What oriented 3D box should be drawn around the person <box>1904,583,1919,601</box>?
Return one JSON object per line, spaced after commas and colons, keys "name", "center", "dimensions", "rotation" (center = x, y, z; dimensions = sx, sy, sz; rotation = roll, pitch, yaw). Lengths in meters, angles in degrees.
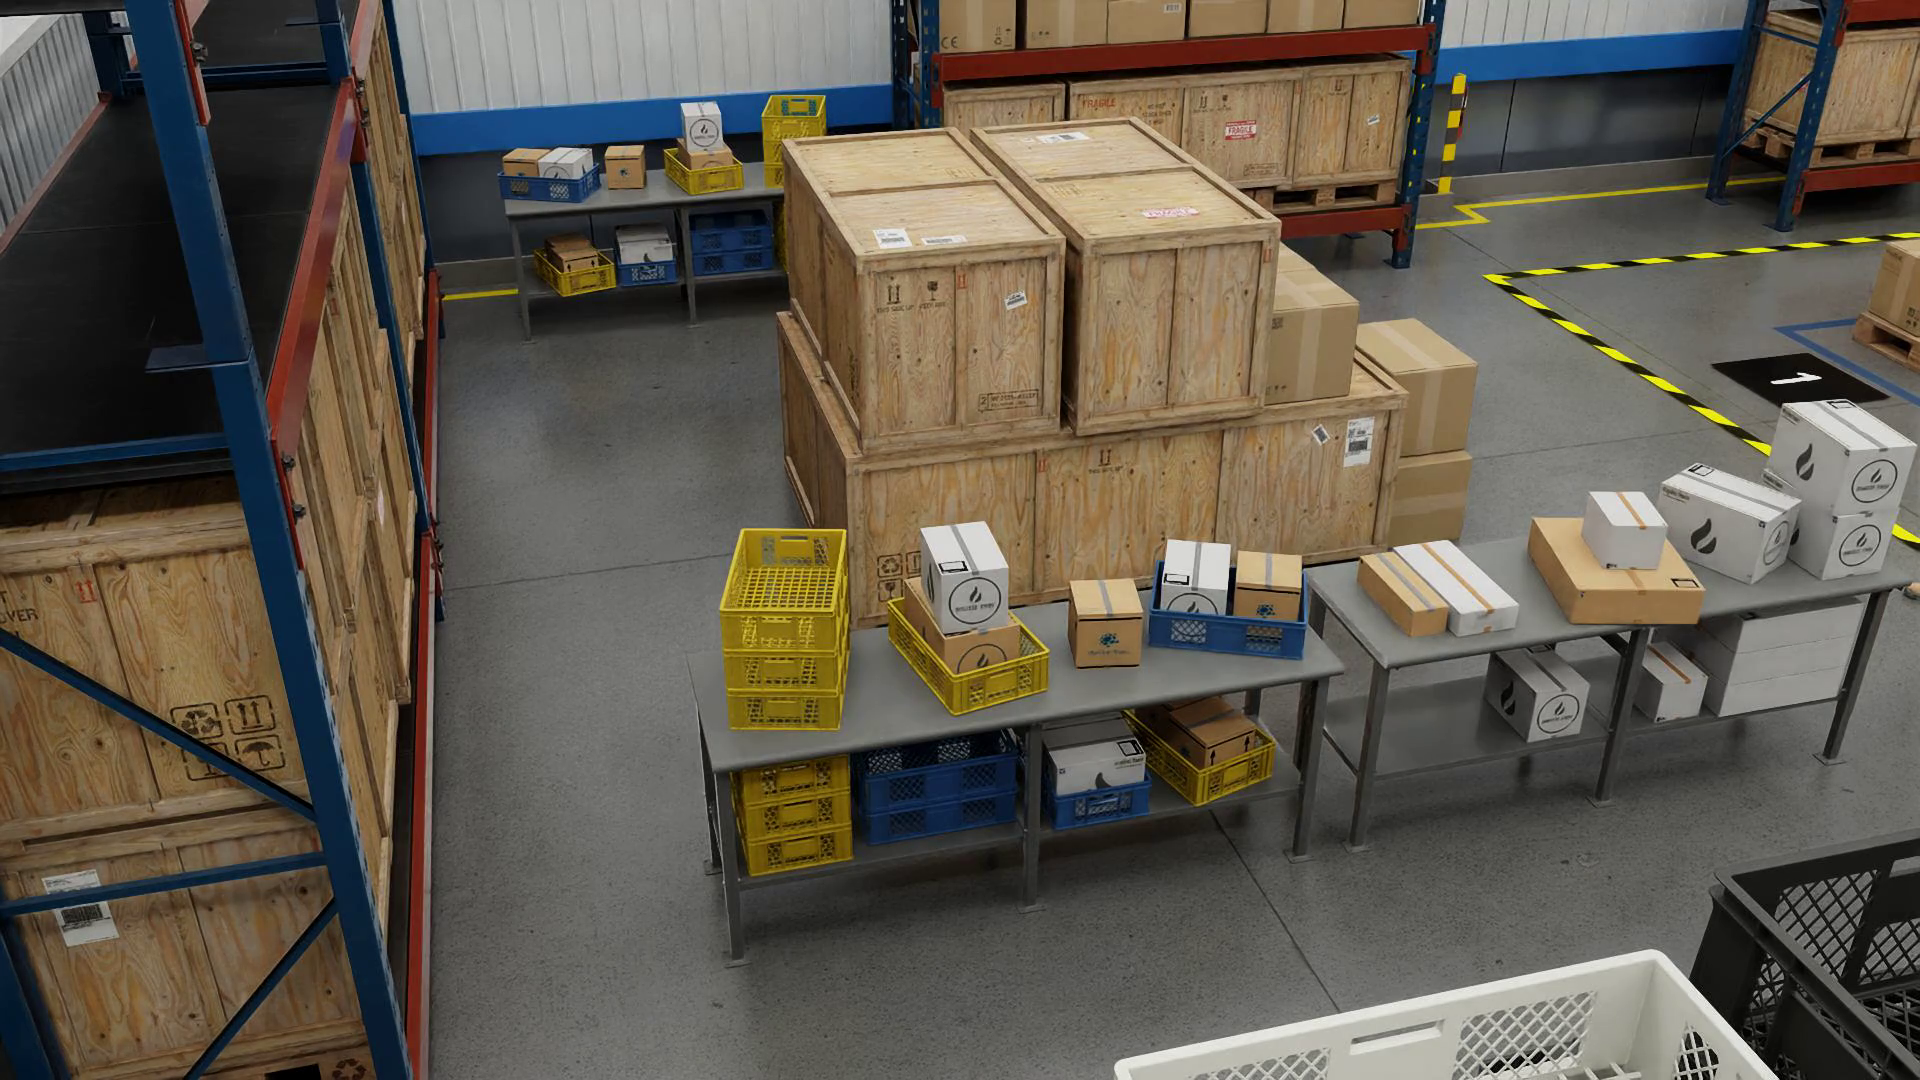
{"name": "person", "center": [5.186, -0.501, 8.183], "dimensions": [0.356, 2.047, 0.613], "rotation": [0, 29, -1]}
